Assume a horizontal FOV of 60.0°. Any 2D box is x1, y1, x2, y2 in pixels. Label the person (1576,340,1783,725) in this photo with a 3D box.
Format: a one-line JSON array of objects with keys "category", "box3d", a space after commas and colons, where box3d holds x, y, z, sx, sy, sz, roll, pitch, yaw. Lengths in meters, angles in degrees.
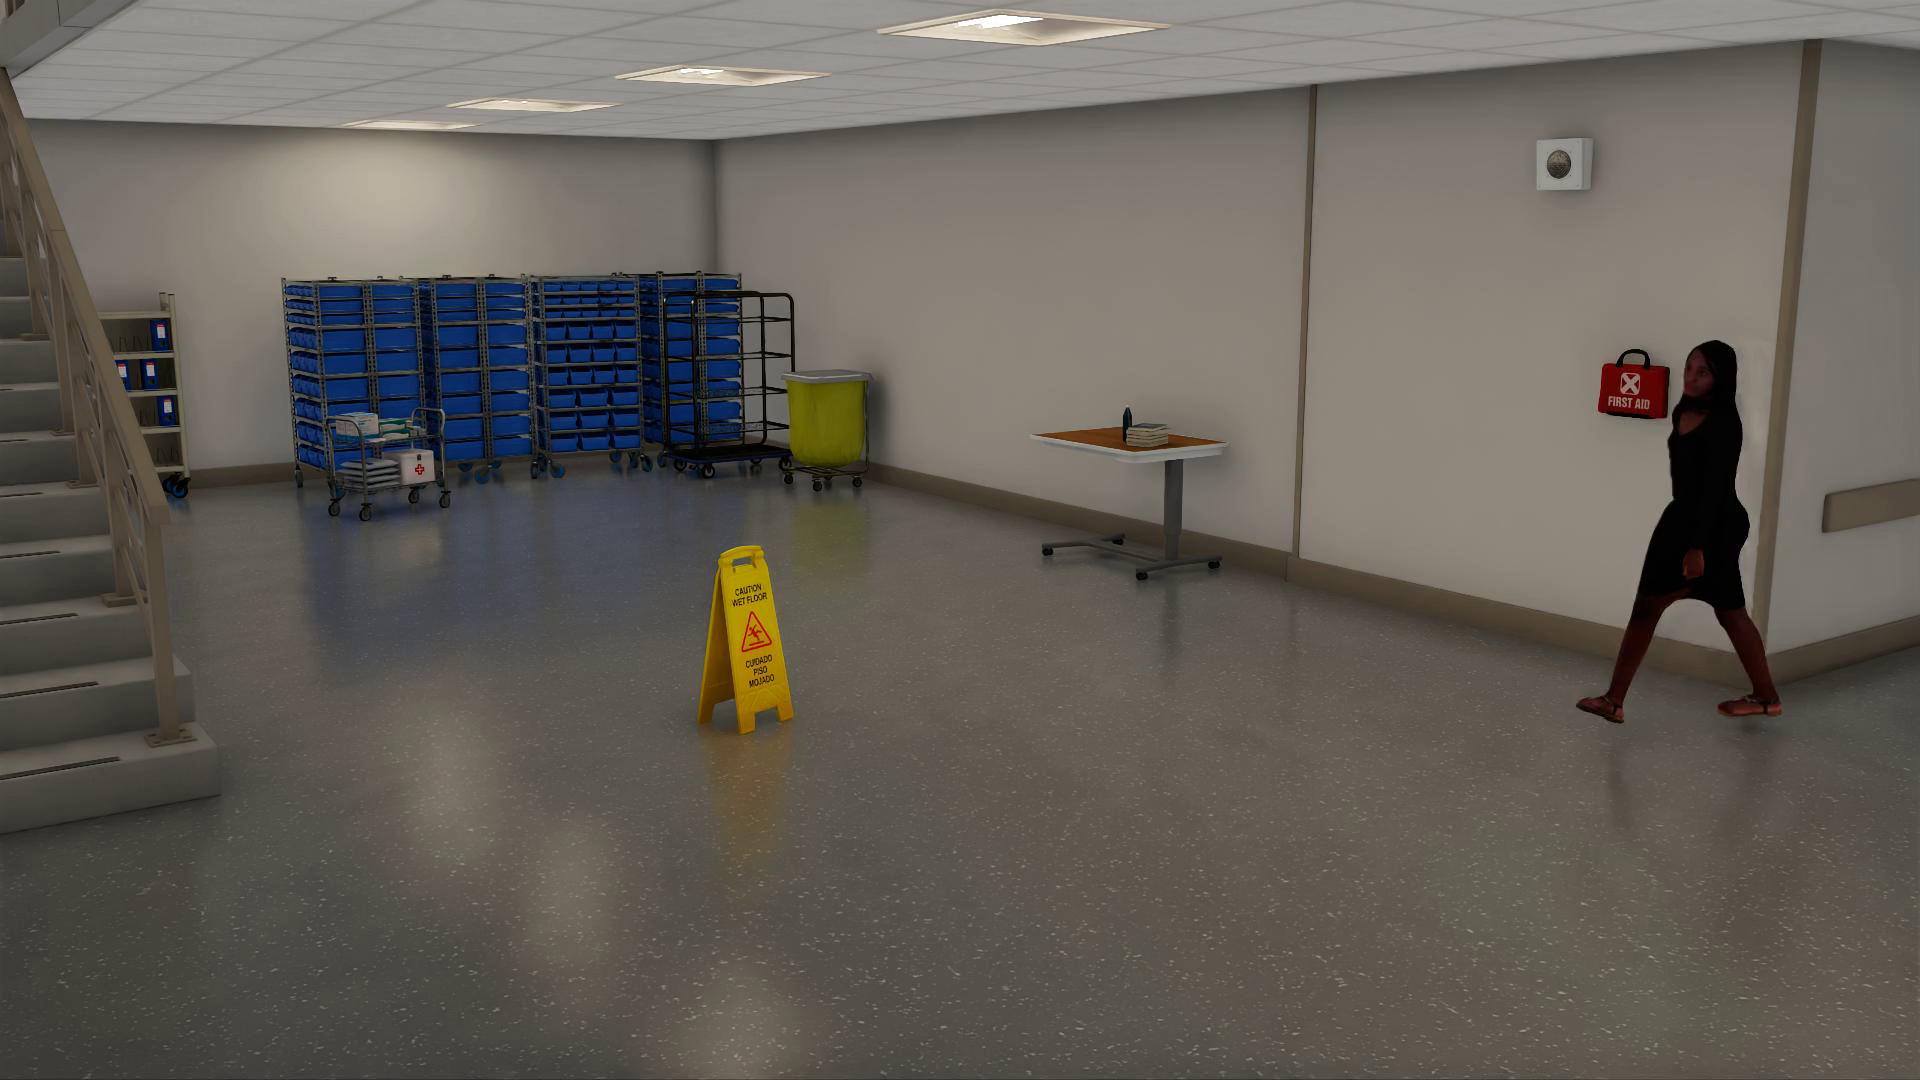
[{"category": "person", "box3d": [3.225, 0.027, 7.101, 1.128, 1.651, 1.229, 0, 11, 1]}]
